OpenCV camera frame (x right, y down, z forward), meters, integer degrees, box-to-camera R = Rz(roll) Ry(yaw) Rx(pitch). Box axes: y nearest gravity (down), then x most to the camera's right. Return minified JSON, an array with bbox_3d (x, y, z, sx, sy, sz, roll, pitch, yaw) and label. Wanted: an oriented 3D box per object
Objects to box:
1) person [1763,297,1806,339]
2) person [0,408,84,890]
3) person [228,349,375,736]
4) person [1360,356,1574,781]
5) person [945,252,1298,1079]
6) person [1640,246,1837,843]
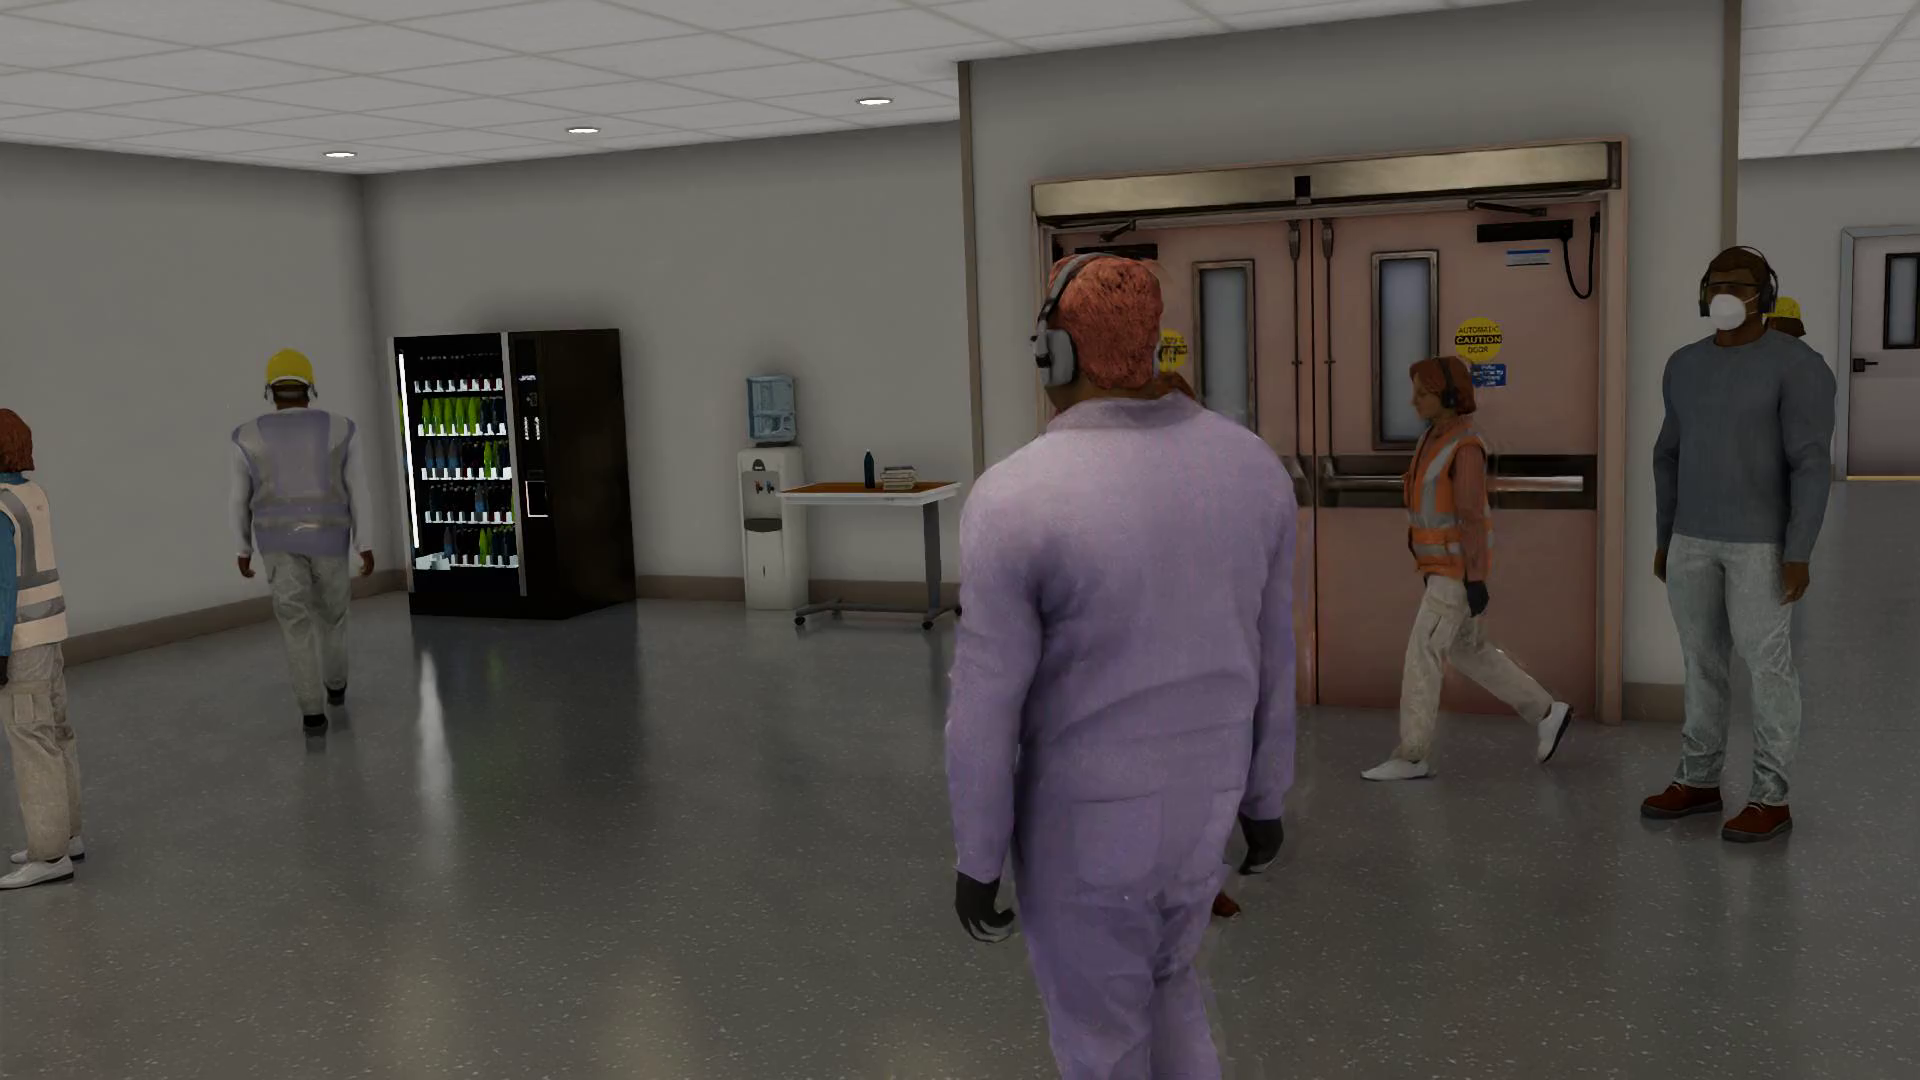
[{"bbox_3d":[5.667,-0.798,11.497,0.290,1.746,0.487,-3,7,-8],"label":"person"},{"bbox_3d":[-3.230,0.363,5.716,0.307,1.641,0.513,-4,8,-16],"label":"person"},{"bbox_3d":[-3.151,-0.009,7.965,0.625,1.785,0.902,-5,8,-23],"label":"person"},{"bbox_3d":[1.907,0.107,6.229,0.766,1.609,0.516,-2,7,1],"label":"person"},{"bbox_3d":[0.266,0.463,2.875,0.670,1.894,0.431,-7,9,-31],"label":"person"},{"bbox_3d":[2.553,0.011,5.496,0.371,1.940,0.630,-6,8,-26],"label":"person"}]
